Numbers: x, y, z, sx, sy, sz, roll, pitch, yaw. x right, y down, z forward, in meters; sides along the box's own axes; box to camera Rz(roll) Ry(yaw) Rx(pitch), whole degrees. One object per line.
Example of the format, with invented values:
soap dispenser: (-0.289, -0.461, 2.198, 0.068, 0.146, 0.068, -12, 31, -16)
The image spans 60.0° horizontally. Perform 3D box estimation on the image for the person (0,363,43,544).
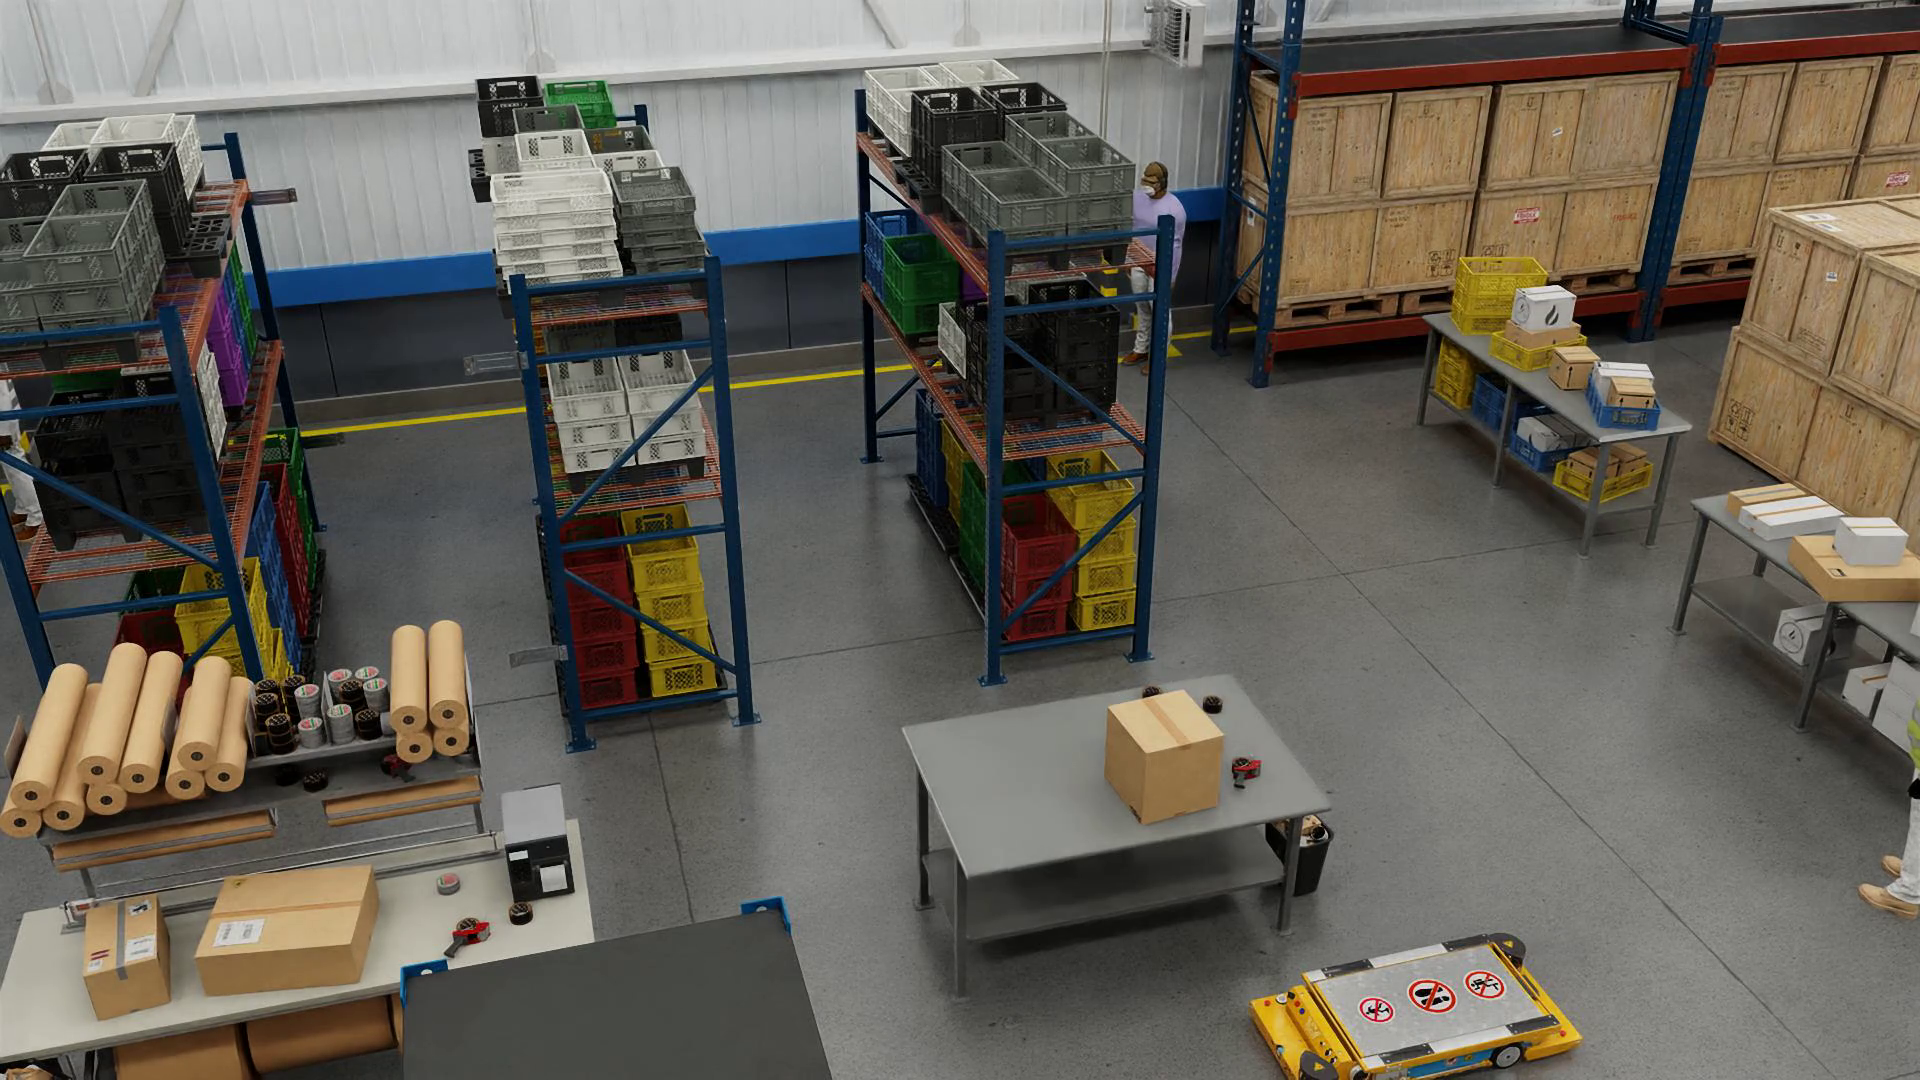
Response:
person: (-7.008, -0.884, 12.078, 0.346, 1.884, 0.584, -22, 36, -35)

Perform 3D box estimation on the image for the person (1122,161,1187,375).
person: (1.727, -2.435, 14.856, 0.374, 1.933, 0.625, -19, 34, -31)

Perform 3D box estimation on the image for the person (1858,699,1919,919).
person: (5.052, 1.108, 8.499, 0.626, 1.844, 0.429, -24, 37, -36)

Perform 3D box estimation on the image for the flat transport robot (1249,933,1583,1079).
flat transport robot: (2.184, 2.282, 7.980, 1.431, 0.197, 0.652, -8, 30, -14)
